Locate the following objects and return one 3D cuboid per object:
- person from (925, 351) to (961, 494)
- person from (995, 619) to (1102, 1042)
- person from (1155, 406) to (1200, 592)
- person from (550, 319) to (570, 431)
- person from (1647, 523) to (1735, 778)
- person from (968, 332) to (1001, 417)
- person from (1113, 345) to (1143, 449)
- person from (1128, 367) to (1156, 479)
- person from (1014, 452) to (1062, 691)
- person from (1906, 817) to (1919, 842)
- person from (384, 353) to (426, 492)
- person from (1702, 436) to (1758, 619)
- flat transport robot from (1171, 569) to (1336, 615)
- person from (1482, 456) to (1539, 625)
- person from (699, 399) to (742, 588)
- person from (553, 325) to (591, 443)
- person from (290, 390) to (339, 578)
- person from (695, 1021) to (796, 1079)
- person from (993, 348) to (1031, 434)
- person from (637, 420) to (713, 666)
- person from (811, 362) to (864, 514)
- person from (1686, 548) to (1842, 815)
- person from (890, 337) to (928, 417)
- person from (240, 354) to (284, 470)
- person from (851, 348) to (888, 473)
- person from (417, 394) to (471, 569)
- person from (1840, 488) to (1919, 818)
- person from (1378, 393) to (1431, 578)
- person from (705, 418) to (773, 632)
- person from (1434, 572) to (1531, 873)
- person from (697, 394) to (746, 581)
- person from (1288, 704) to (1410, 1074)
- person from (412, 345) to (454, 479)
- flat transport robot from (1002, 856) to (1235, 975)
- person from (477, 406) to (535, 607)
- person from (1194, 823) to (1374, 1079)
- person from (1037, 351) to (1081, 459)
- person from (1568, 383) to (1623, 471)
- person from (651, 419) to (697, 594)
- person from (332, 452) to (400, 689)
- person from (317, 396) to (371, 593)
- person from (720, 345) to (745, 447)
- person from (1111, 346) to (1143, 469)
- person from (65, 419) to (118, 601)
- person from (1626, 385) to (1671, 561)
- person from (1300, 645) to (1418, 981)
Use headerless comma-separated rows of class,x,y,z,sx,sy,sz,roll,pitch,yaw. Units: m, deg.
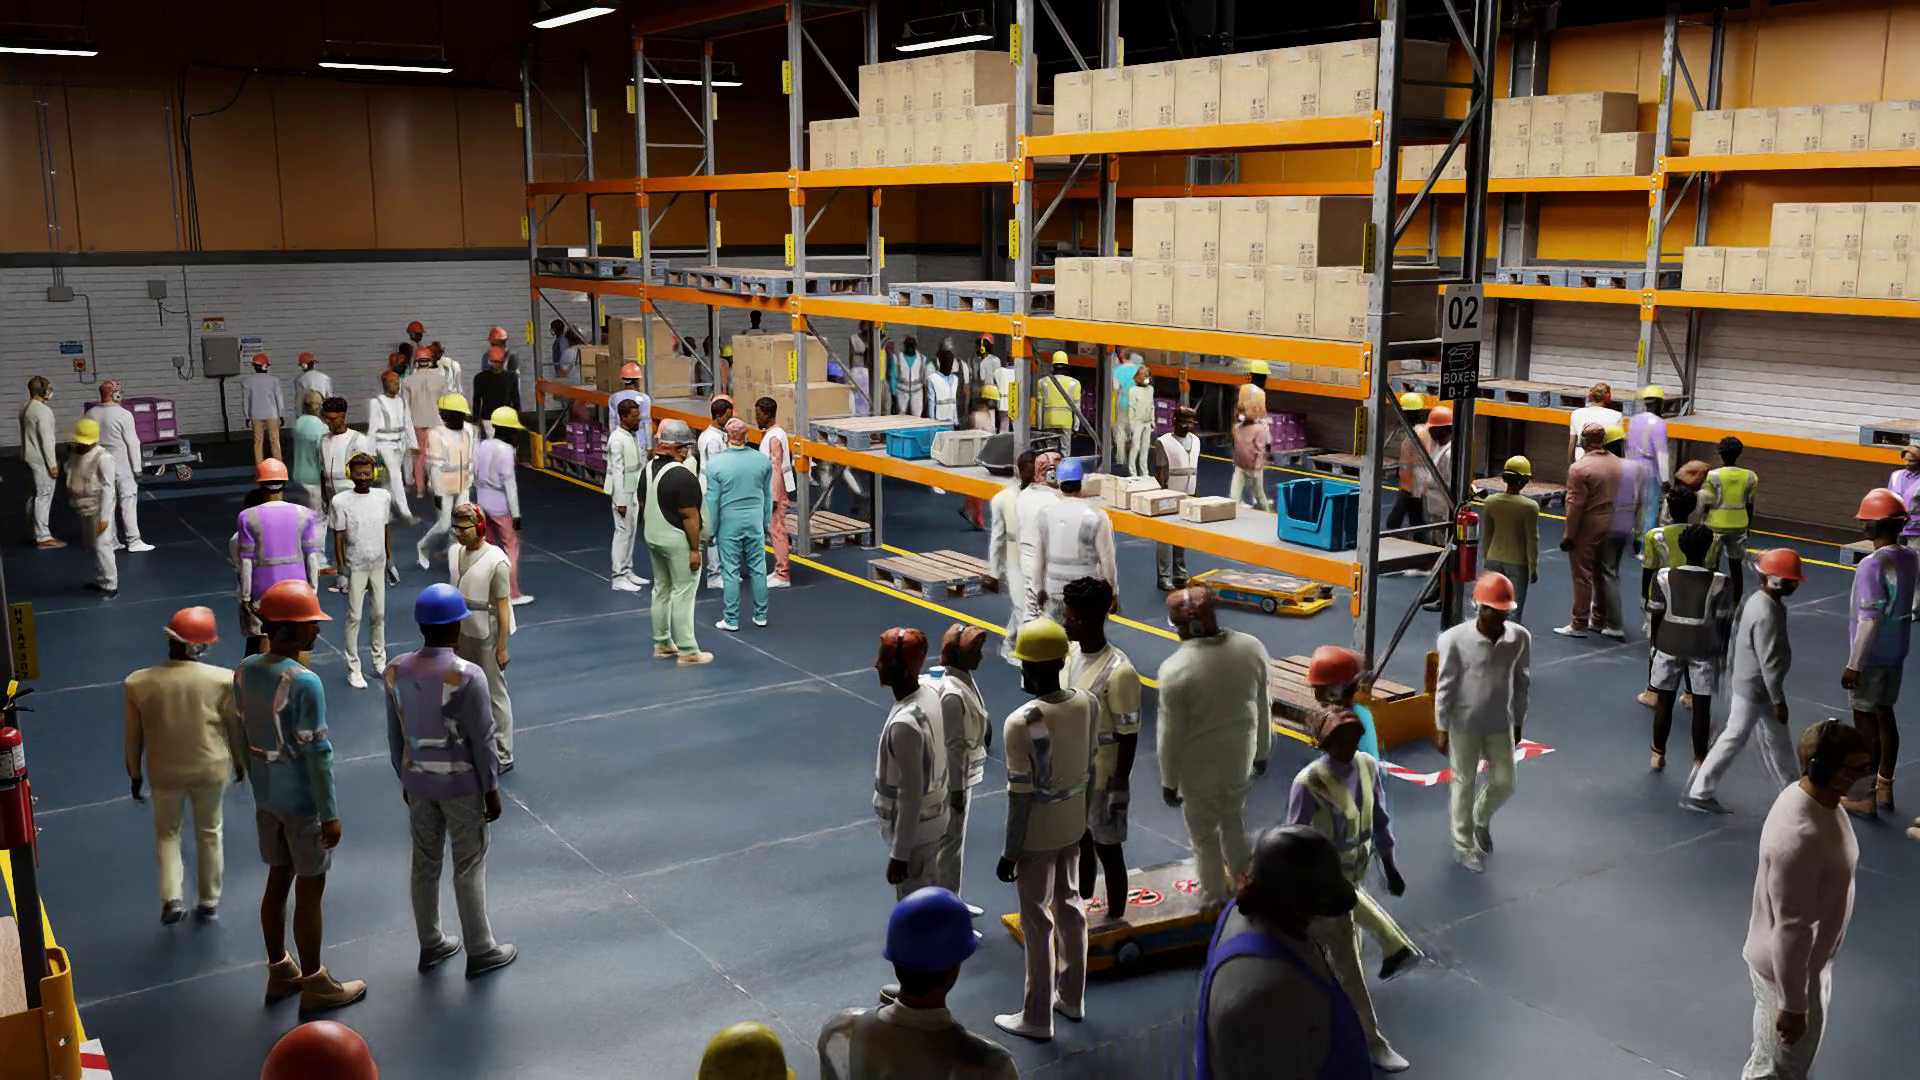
person,-0.237,-1.581,22.274,0.390,1.914,0.587,9,14,37
person,0.379,1.297,7.506,0.373,1.924,0.594,10,15,41
person,2.156,-0.419,16.516,0.563,1.837,0.389,-9,14,-39
person,-6.863,-2.845,28.708,0.365,1.932,0.630,-3,11,-15
person,4.820,0.729,11.001,0.535,1.699,0.318,7,13,33
person,0.383,-2.214,25.475,0.551,1.928,0.397,5,12,25
person,2.669,-2.309,26.227,0.573,1.830,0.397,-2,11,-9
person,2.522,-1.603,23.134,0.504,1.624,0.287,-10,15,-42
person,0.679,0.272,12.807,0.409,1.907,0.649,-5,12,-26
person,5.870,0.902,9.775,0.349,1.841,0.509,8,14,36
person,-7.476,-1.565,22.290,0.477,1.874,0.635,-5,12,-22
person,7.022,-0.108,15.276,0.540,1.699,0.317,-1,11,-5
flat transport robot,2.811,0.477,15.952,1.431,0.197,0.652,8,14,35
person,4.512,0.185,13.637,0.339,1.761,0.524,-8,13,-35
person,-2.407,-0.458,16.555,0.413,1.906,0.600,-1,11,-4
person,-6.040,-2.420,26.235,1.012,2.000,0.687,5,12,23
person,-6.639,-0.569,17.079,0.705,1.923,0.443,8,14,36
person,-0.558,2.039,4.217,0.490,1.732,0.324,9,14,37
person,0.737,-1.814,23.678,0.561,1.836,0.392,4,12,20
person,-2.324,0.009,13.806,0.535,2.000,0.688,-10,15,-42
person,-1.513,-1.220,20.407,0.645,1.919,0.665,-7,13,-33
person,4.949,0.888,10.171,0.878,1.701,0.572,6,13,29
person,-0.808,-2.326,26.413,0.620,1.797,0.972,-1,11,-5
person,-9.919,-1.781,23.719,0.562,1.746,0.339,-2,11,-8
person,-1.275,-1.860,23.926,0.534,1.815,0.705,-8,14,-35
person,-5.260,-0.557,17.077,0.763,1.895,0.605,6,13,30
person,5.645,0.694,10.300,0.614,2.038,0.387,-8,14,-37
person,4.532,-0.553,17.011,0.704,1.901,0.624,3,11,15
person,-1.987,-0.135,14.883,0.638,1.911,0.402,-6,13,-29
person,2.950,1.020,9.399,0.578,1.736,0.422,-1,11,-6
person,-2.388,-0.519,16.806,0.386,1.927,0.553,7,13,31
person,1.684,1.497,7.345,0.516,1.591,0.835,-10,15,-43
person,-7.436,-1.815,23.541,0.584,1.882,0.337,-6,13,-30
flat transport robot,0.998,1.914,8.600,1.431,0.197,0.652,-5,12,-24
person,-4.351,-0.315,15.800,0.456,1.911,0.687,-9,14,-39
person,0.881,1.722,5.037,1.018,2.000,0.691,1,11,6
person,1.306,-1.545,22.087,0.581,1.919,0.398,1,11,4
person,7.101,-0.835,18.624,0.572,1.844,0.376,7,13,32
person,-2.796,-0.310,16.172,0.564,1.751,0.330,8,14,37
person,-4.679,0.228,13.141,0.331,1.866,0.513,9,14,39
person,-6.035,-0.439,16.326,0.598,1.958,0.370,4,12,20
person,-3.530,-2.107,25.429,0.493,1.735,0.329,2,11,10
person,2.441,-1.931,24.274,0.594,1.824,0.490,-7,13,-31
person,-8.401,-0.301,16.067,0.741,1.781,0.428,8,13,34
person,7.337,-0.707,17.859,0.557,1.898,0.728,-1,11,-7
person,1.842,1.341,7.789,0.524,1.730,0.566,4,12,18
